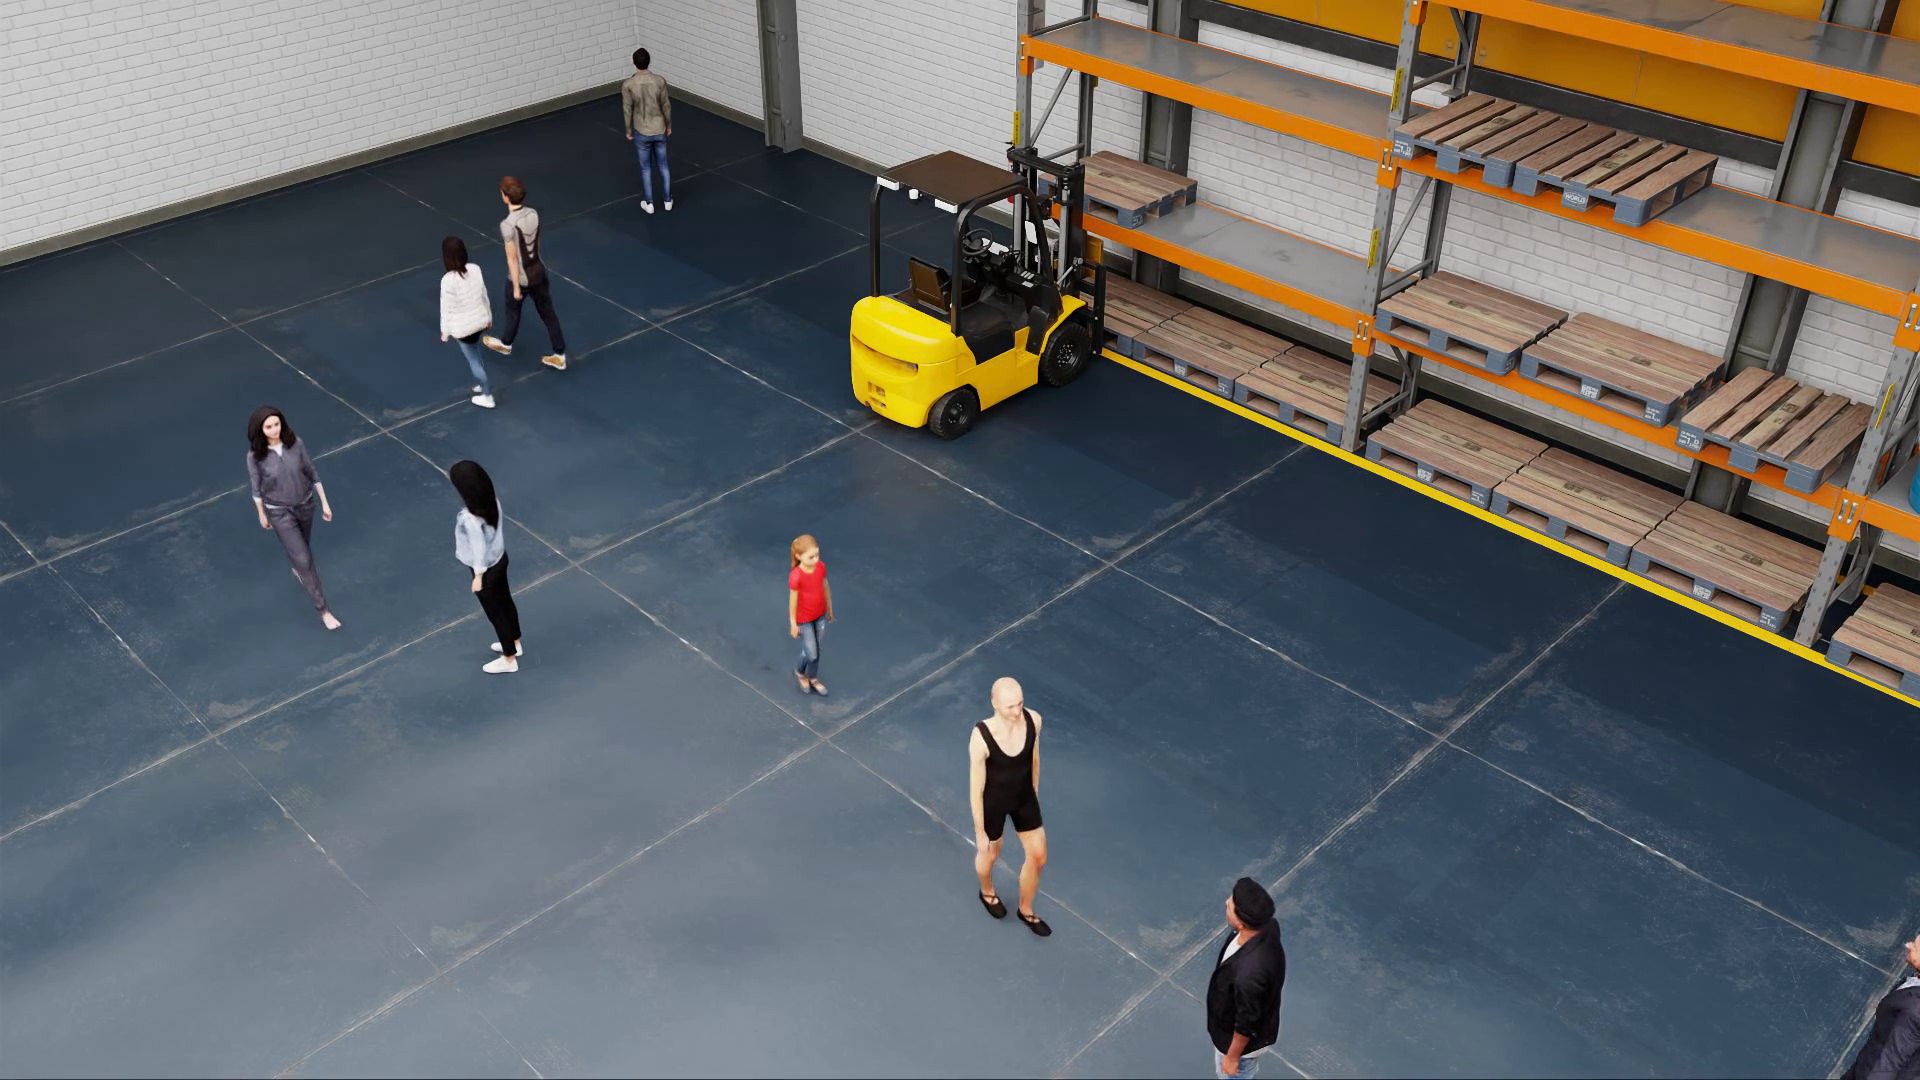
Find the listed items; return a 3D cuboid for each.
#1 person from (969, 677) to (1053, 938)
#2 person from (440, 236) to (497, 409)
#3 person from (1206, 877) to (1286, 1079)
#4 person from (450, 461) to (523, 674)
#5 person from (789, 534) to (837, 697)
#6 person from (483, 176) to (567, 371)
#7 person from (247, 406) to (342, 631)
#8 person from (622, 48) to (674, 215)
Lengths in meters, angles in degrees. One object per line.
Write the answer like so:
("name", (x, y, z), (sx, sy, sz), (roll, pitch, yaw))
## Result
("person", (0.206, 1.474, 9.635), (0.768, 1.799, 0.859), (-18, 38, -25))
("person", (-4.349, -1.921, 14.900), (0.698, 1.625, 0.700), (14, 36, 20))
("person", (1.414, 2.380, 8.264), (0.777, 1.809, 0.787), (9, 35, 13))
("person", (-3.305, 0.179, 11.661), (0.736, 1.713, 0.684), (2, 34, 2))
("person", (-1.088, 0.501, 11.544), (0.506, 1.306, 0.492), (28, 43, 35))
("person", (-3.947, -2.423, 15.451), (1.208, 1.852, 0.885), (18, 37, 24))
("person", (-4.975, -0.246, 12.305), (0.621, 1.708, 1.197), (-28, 42, -35))
("person", (-3.489, -4.599, 18.712), (0.782, 1.866, 0.742), (-13, 36, -18))
